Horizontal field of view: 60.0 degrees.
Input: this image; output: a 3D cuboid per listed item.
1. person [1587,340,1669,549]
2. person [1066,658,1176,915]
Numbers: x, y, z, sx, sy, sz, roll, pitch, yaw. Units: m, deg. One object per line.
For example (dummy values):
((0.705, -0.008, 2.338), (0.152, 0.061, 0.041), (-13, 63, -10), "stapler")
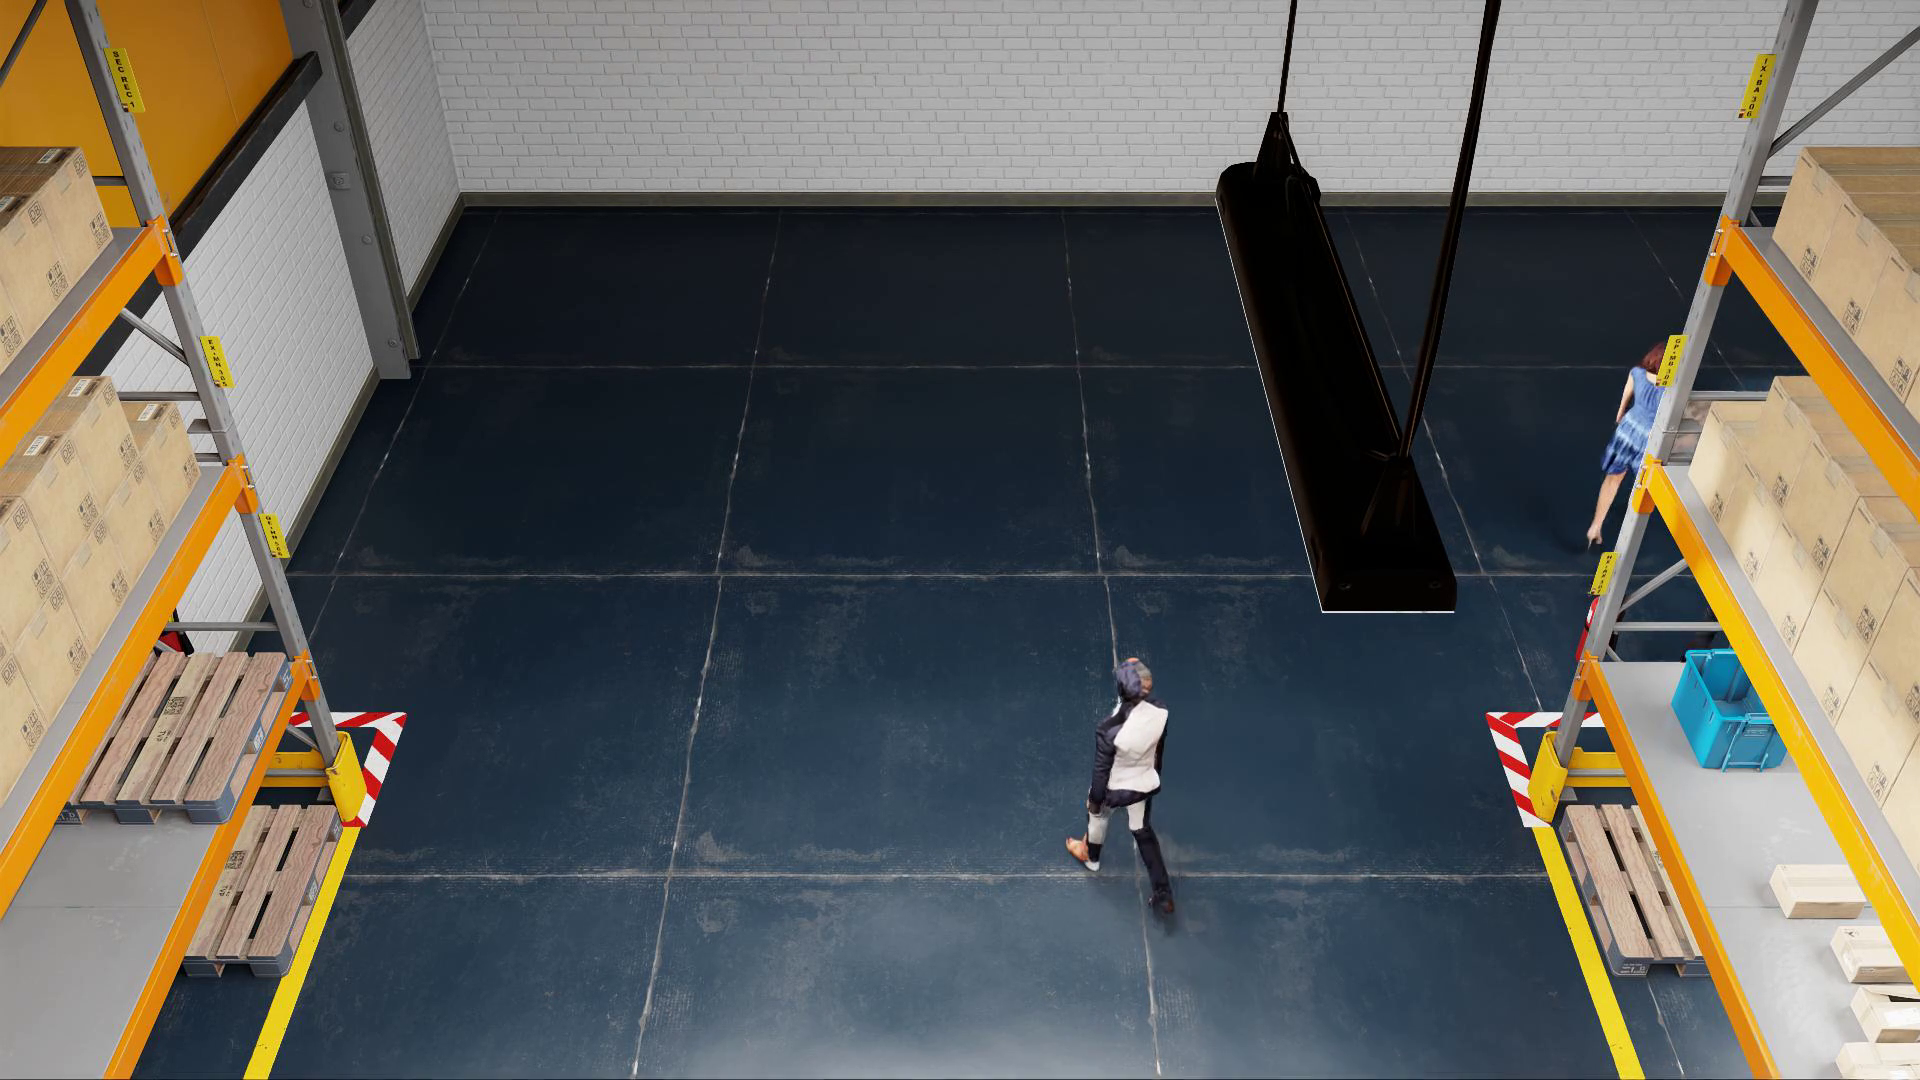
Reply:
((5.190, -0.703, 12.799), (1.107, 1.755, 1.215), (29, 47, 31), "person")
((1.041, 1.507, 9.948), (1.061, 1.860, 1.271), (-18, 42, -21), "person")
